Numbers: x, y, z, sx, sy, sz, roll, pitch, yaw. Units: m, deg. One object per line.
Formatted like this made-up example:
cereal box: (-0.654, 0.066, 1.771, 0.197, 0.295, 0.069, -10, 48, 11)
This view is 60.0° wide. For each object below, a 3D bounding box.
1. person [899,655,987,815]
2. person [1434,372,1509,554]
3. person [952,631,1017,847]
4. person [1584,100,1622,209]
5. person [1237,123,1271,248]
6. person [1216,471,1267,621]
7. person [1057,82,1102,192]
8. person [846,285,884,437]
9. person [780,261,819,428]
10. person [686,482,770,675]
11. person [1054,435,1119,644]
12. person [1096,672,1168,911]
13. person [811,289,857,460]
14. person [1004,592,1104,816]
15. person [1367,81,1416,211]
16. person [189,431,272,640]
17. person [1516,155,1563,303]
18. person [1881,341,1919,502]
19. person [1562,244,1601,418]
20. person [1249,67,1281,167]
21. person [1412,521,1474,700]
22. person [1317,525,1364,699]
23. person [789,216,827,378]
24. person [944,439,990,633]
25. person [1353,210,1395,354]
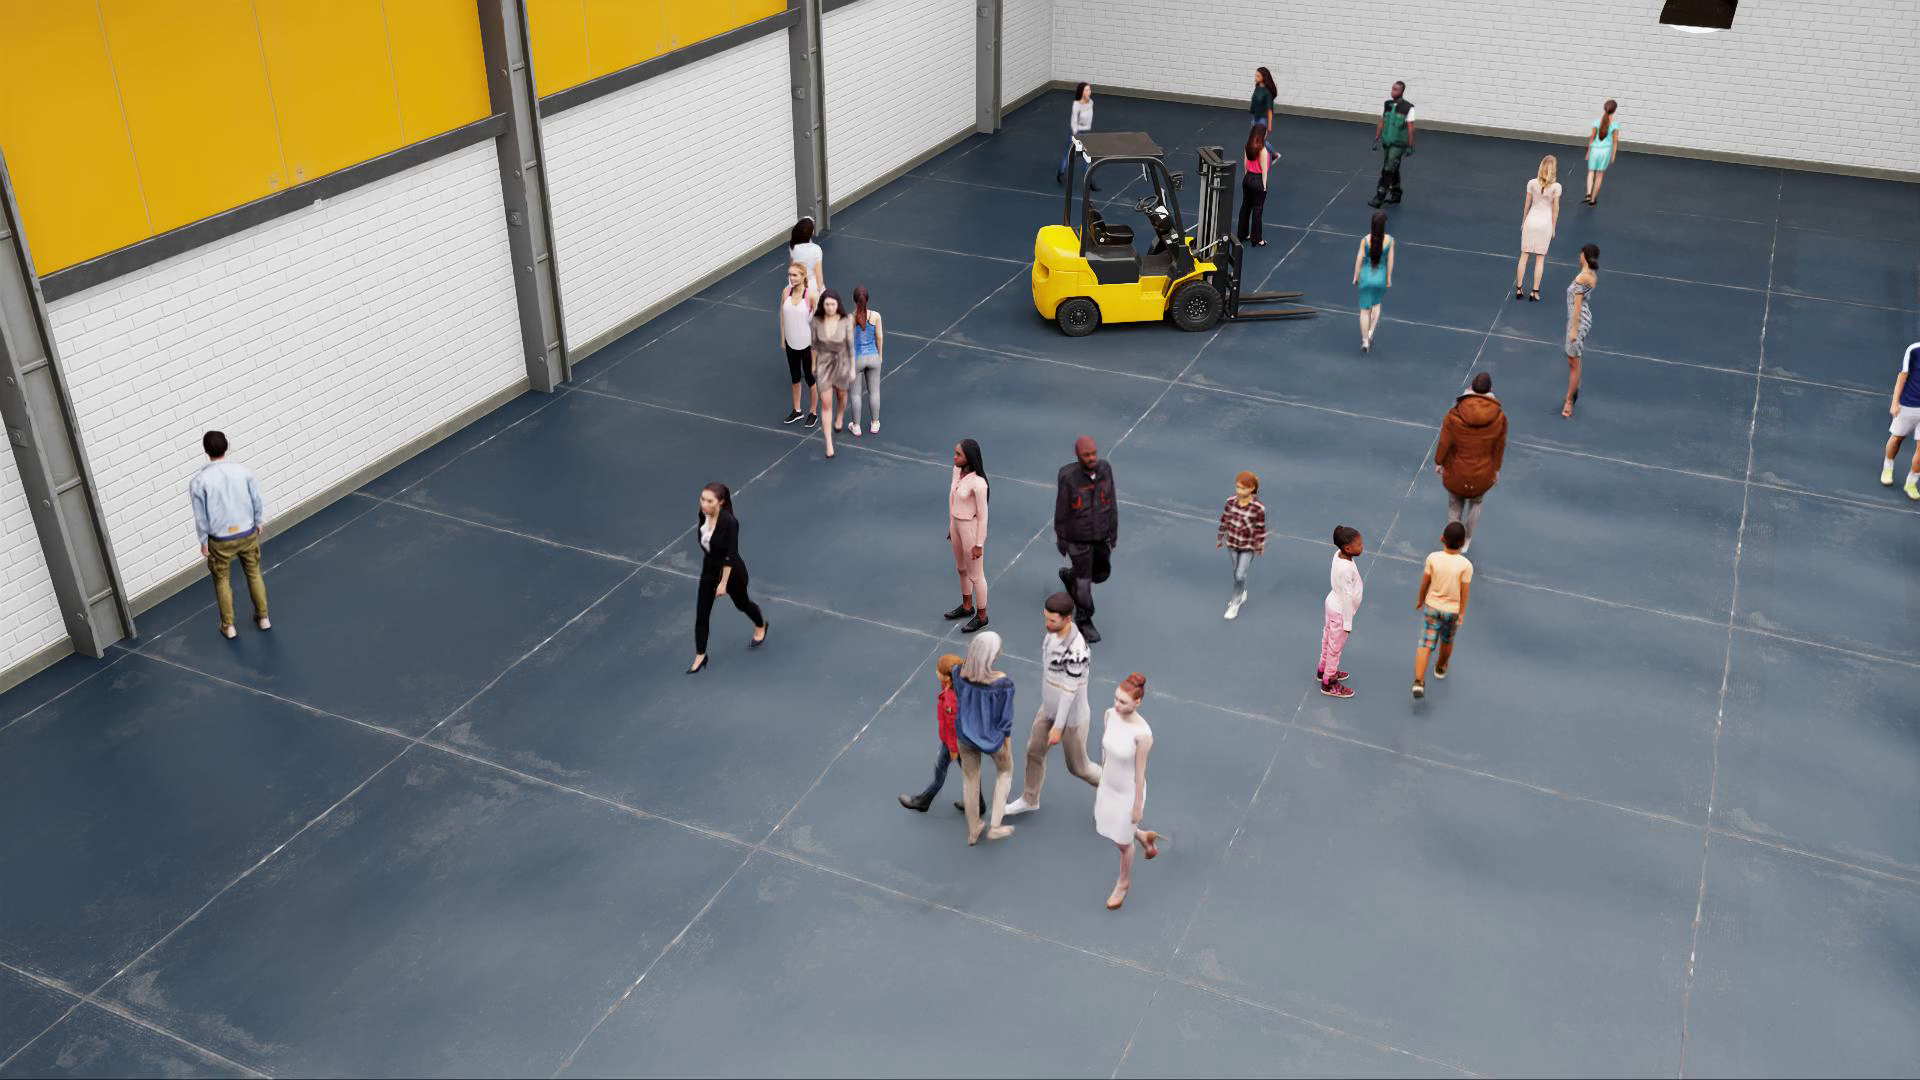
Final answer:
person: (0.025, 1.380, 11.549, 0.688, 1.293, 0.807, 6, 29, 10)
person: (4.469, -0.562, 14.556, 0.867, 1.822, 0.958, 3, 29, 5)
person: (0.120, 1.381, 11.132, 0.630, 1.690, 0.595, 9, 30, 16)
person: (9.232, -5.563, 24.010, 0.564, 1.548, 0.590, 16, 32, 26)
person: (4.005, -4.821, 22.533, 0.681, 1.660, 0.658, -17, 33, -28)
person: (2.426, -0.009, 14.098, 0.641, 1.290, 0.771, 21, 35, 34)
person: (1.713, -6.012, 24.792, 1.091, 1.587, 0.958, -23, 36, -35)
person: (-0.998, -1.858, 17.153, 0.662, 1.610, 0.713, -8, 29, -13)
person: (-1.650, -2.052, 17.324, 0.604, 1.787, 0.507, 14, 31, 24)
person: (-1.809, 0.263, 13.263, 0.713, 1.613, 1.123, 19, 34, 31)
person: (0.991, -0.084, 13.708, 1.078, 1.796, 1.095, -14, 32, -25)
person: (1.127, 1.590, 10.653, 0.893, 1.782, 0.772, -21, 35, -33)
person: (-1.265, -1.747, 16.860, 0.931, 1.697, 1.176, 0, 29, 0)
person: (0.807, 1.159, 11.378, 1.188, 1.844, 1.145, -9, 30, -15)
person: (6.325, -5.657, 24.013, 1.184, 1.711, 1.027, -19, 34, -31)
person: (-5.928, -0.028, 13.596, 0.729, 1.803, 0.868, -23, 36, -35)
person: (7.148, -3.858, 20.592, 0.599, 1.829, 0.540, 17, 33, 28)
person: (9.209, -1.344, 16.002, 0.734, 1.812, 0.905, 8, 30, 14)
person: (6.567, -2.200, 17.583, 0.761, 1.800, 0.489, 8, 30, 14)
person: (4.712, -6.474, 25.630, 0.921, 1.597, 0.855, -10, 30, -17)
person: (3.723, 0.569, 12.885, 0.544, 1.437, 0.968, 11, 31, 20)
person: (2.962, 0.528, 12.955, 0.671, 1.443, 0.555, 1, 29, 2)
person: (-1.741, -2.635, 18.413, 0.753, 1.769, 1.202, 8, 30, 15)
person: (0.075, -0.049, 13.723, 0.711, 1.720, 0.695, -16, 32, -26)
person: (4.738, -2.929, 19.050, 0.669, 1.675, 0.696, 2, 29, 3)
